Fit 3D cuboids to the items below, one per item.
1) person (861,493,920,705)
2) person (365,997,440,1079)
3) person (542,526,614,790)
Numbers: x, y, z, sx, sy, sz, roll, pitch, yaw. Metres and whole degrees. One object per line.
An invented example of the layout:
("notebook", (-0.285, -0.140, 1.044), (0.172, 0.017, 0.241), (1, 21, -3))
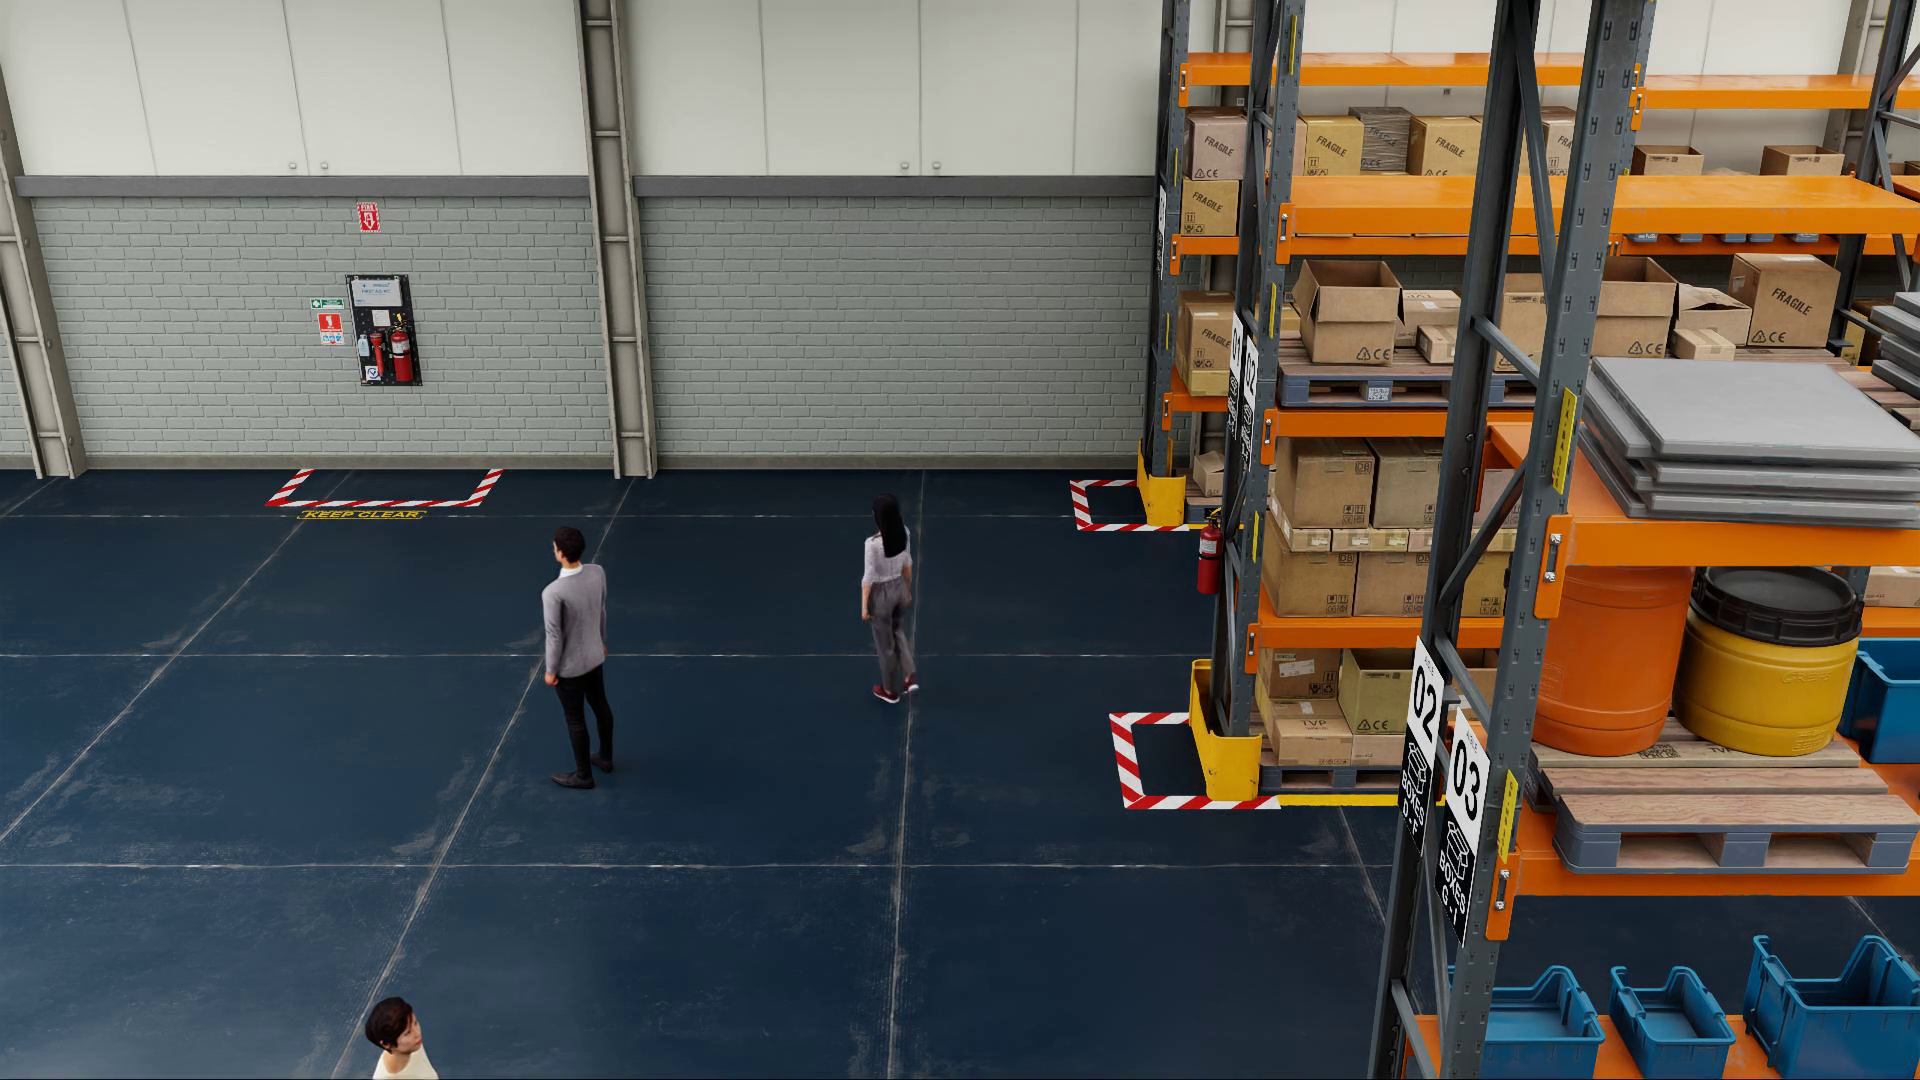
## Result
("person", (-0.476, 0.470, 12.432), (0.804, 1.727, 0.863), (-20, 30, -38))
("person", (-2.420, 2.704, 7.358), (0.486, 1.587, 0.603), (2, 23, 4))
("person", (-2.611, 0.798, 11.410), (0.818, 1.923, 0.835), (12, 26, 25))
